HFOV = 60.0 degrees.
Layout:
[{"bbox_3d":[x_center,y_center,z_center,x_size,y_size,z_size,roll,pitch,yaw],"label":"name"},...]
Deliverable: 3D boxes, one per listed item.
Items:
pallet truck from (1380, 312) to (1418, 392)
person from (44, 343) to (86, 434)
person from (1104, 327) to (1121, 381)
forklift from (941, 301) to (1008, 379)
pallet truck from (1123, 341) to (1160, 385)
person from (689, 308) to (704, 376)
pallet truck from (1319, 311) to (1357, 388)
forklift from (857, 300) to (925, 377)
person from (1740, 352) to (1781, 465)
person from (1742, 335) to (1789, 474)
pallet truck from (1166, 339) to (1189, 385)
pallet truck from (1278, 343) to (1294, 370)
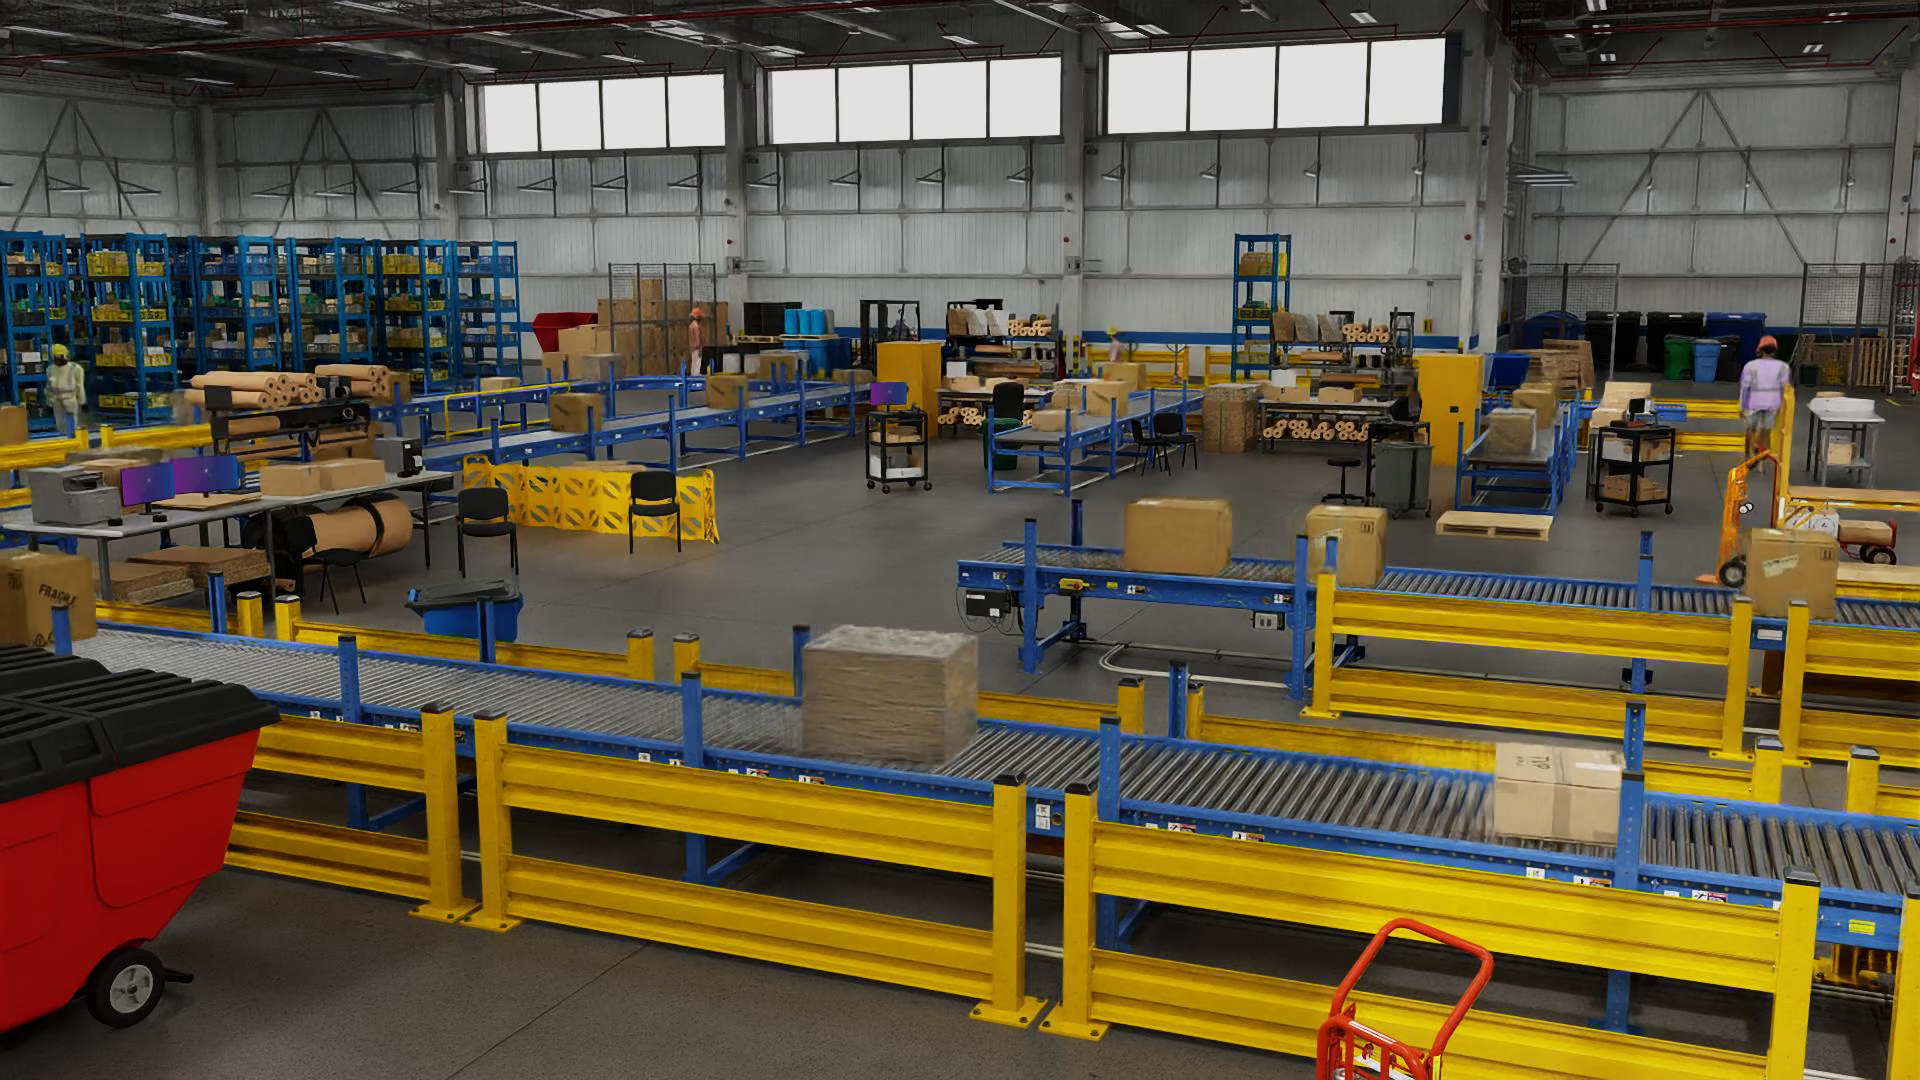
[{"bbox_3d":[10.207,-4.283,38.369,0.823,1.965,1.885,3,10,20],"label":"pallet truck"},{"bbox_3d":[-14.129,-2.191,26.235,0.612,1.813,0.423,0,9,2],"label":"person"},{"bbox_3d":[3.281,-3.719,35.801,0.913,1.718,0.526,-2,10,-14],"label":"person"},{"bbox_3d":[0.365,-4.966,41.571,1.157,1.987,2.680,3,10,20],"label":"forklift"},{"bbox_3d":[4.445,-4.380,41.279,0.680,1.201,1.601,4,10,22],"label":"pallet truck"},{"bbox_3d":[-6.408,-4.640,40.537,0.376,1.995,0.612,-4,10,-23],"label":"person"},{"bbox_3d":[9.071,-4.419,39.190,0.823,1.965,1.885,5,10,26],"label":"pallet truck"},{"bbox_3d":[-1.732,-5.109,42.468,1.157,1.987,2.680,4,10,22],"label":"forklift"},{"bbox_3d":[12.047,-2.043,25.064,0.566,1.907,0.769,7,12,38],"label":"person"},{"bbox_3d":[11.760,-1.984,24.337,0.620,2.024,0.466,3,10,18],"label":"person"},{"bbox_3d":[5.418,-4.269,40.420,0.704,1.261,1.522,3,10,20],"label":"pallet truck"},{"bbox_3d":[7.886,-4.163,39.743,0.653,1.274,1.630,4,10,22],"label":"pallet truck"}]
